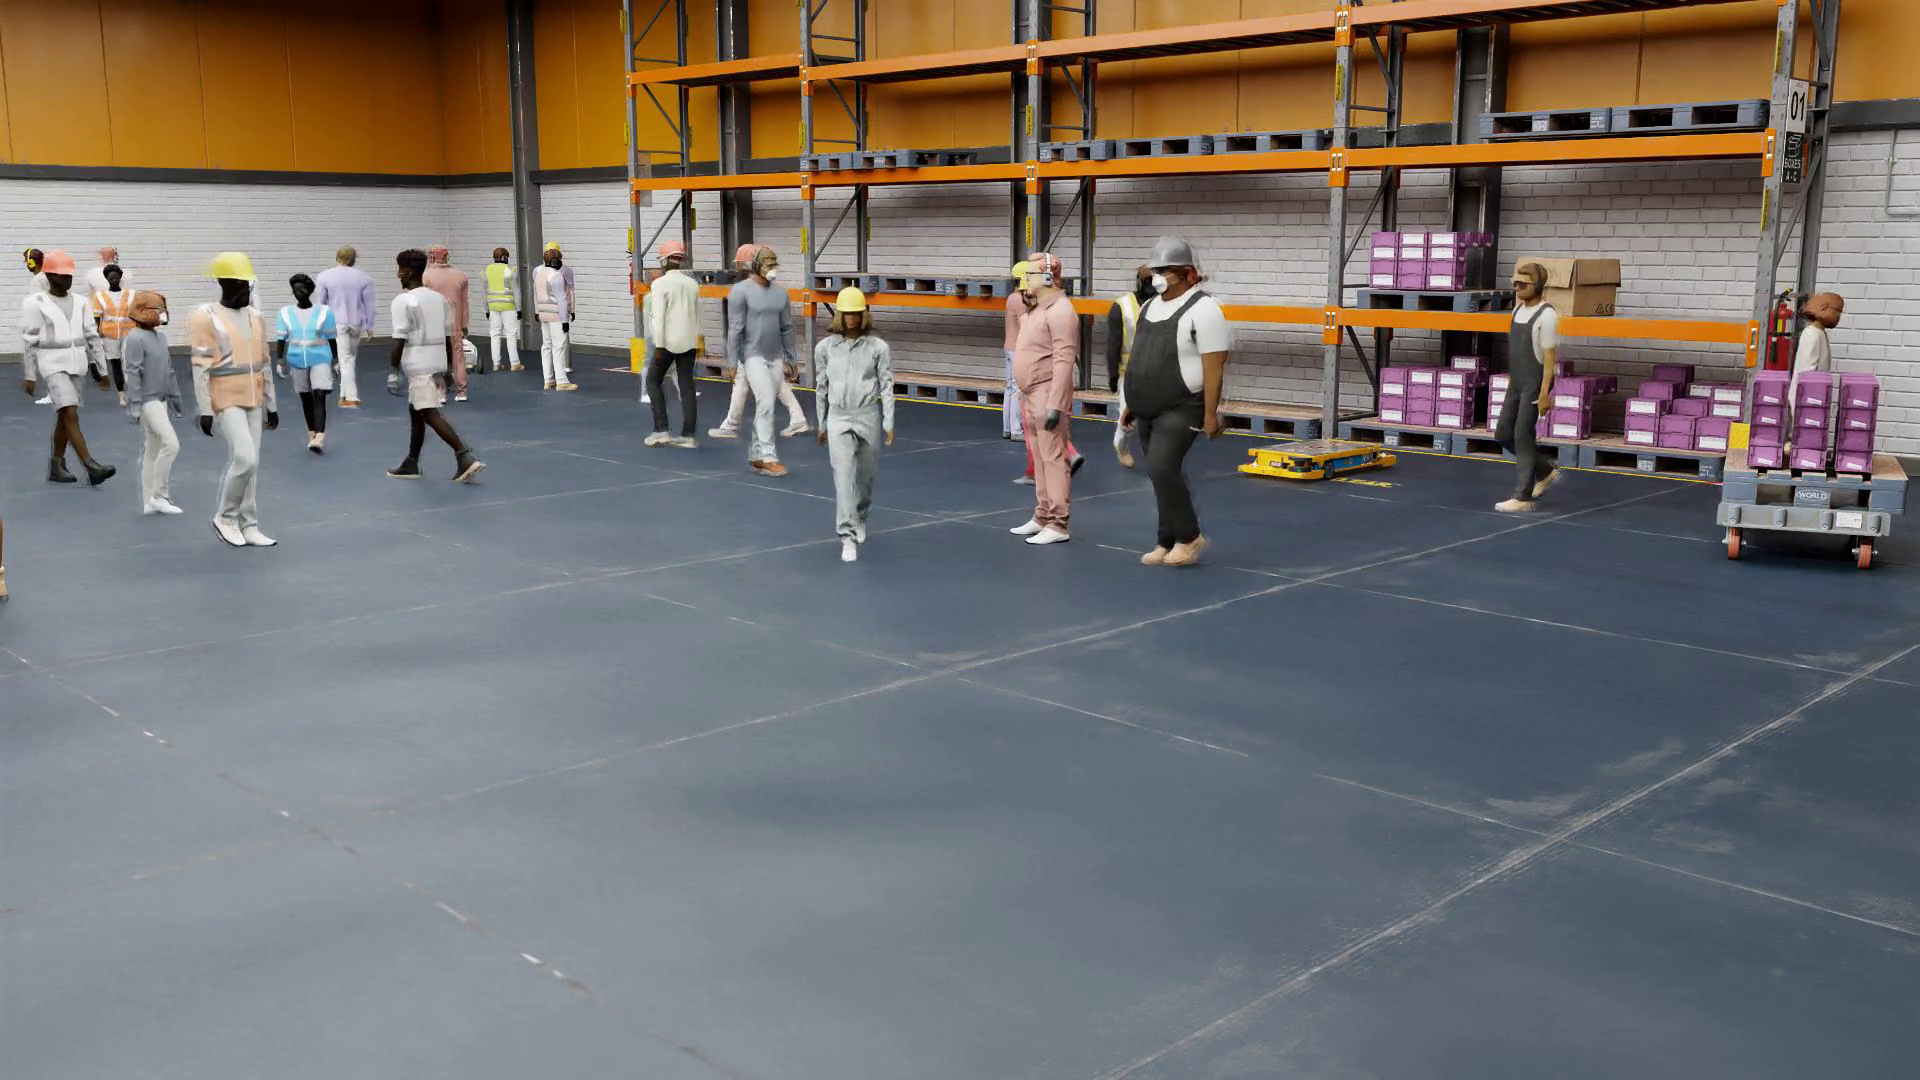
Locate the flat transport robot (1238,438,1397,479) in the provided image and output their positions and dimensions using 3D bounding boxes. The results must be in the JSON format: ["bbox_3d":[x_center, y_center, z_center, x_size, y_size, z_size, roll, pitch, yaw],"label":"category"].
[{"bbox_3d":[3.070,-0.706,14.224,1.431,0.197,0.652,-10,14,-44],"label":"flat transport robot"}]

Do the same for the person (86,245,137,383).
[{"bbox_3d":[-11.556,-3.059,22.658,0.650,1.886,0.749,1,10,6],"label":"person"}]

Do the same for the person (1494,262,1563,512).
[{"bbox_3d":[4.191,-1.111,12.175,0.478,1.828,0.540,-2,11,-10],"label":"person"}]

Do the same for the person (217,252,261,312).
[{"bbox_3d":[-10.299,-3.220,23.789,0.604,1.795,0.910,-1,10,-7],"label":"person"}]

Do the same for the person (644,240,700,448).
[{"bbox_3d":[-2.763,-1.869,15.913,0.638,1.970,0.639,8,13,36],"label":"person"}]

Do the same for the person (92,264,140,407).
[{"bbox_3d":[-9.894,-2.390,19.552,0.546,1.672,0.553,-5,12,-25],"label":"person"}]

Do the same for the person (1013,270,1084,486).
[{"bbox_3d":[0.681,-1.296,13.398,0.527,1.746,0.557,7,12,32],"label":"person"}]

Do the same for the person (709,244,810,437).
[{"bbox_3d":[-1.988,-1.983,16.655,1.014,1.945,0.650,1,10,7],"label":"person"}]

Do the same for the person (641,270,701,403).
[{"bbox_3d":[-3.534,-2.439,20.022,0.816,1.595,0.529,4,11,23],"label":"person"}]

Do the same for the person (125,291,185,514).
[{"bbox_3d":[-5.764,-0.978,12.009,0.466,1.615,0.523,-1,10,-4],"label":"person"}]

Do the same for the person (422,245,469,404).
[{"bbox_3d":[-6.253,-2.602,20.102,0.652,1.906,0.403,-10,15,-44],"label":"person"}]

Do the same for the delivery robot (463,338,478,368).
[{"bbox_3d":[-7.289,-2.765,24.421,0.477,0.478,0.707,-4,11,-20],"label":"delivery robot"}]

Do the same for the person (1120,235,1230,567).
[{"bbox_3d":[1.243,-0.837,10.109,0.536,2.000,0.694,-5,12,-27],"label":"person"}]

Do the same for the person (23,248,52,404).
[{"bbox_3d":[-11.049,-2.570,20.056,0.333,1.861,0.515,-2,11,-13],"label":"person"}]

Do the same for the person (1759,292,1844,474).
[{"bbox_3d":[6.215,-1.036,12.357,0.622,1.607,0.547,8,13,37],"label":"person"}]

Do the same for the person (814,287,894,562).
[{"bbox_3d":[-0.677,-0.767,10.659,0.499,1.714,0.842,-1,10,-7],"label":"person"}]

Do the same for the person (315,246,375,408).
[{"bbox_3d":[-7.296,-2.512,19.653,0.620,1.889,0.809,-9,14,-42],"label":"person"}]

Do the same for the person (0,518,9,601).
[{"bbox_3d":[-5.450,-0.619,8.941,0.392,2.033,0.605,-1,10,-4],"label":"person"}]

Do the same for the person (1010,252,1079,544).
[{"bbox_3d":[0.545,-0.929,10.976,0.405,1.910,0.636,-2,11,-11],"label":"person"}]

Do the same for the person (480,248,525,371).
[{"bbox_3d":[-6.843,-3.453,24.936,0.619,1.838,0.430,2,11,11],"label":"person"}]

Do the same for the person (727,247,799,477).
[{"bbox_3d":[-1.572,-1.485,13.971,0.746,1.914,0.659,9,14,40],"label":"person"}]

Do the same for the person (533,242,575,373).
[{"bbox_3d":[-5.953,-3.403,24.412,0.593,1.924,0.381,-4,11,-20],"label":"person"}]

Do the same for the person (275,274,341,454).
[{"bbox_3d":[-6.070,-1.624,15.431,0.550,1.655,0.831,-1,10,-7],"label":"person"}]

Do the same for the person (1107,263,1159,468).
[{"bbox_3d":[1.519,-1.421,13.941,0.642,1.811,0.750,-2,11,-9],"label":"person"}]

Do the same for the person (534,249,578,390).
[{"bbox_3d":[-5.306,-2.884,21.818,0.429,1.844,0.623,-10,15,-44],"label":"person"}]

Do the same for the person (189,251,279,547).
[{"bbox_3d":[-4.638,-0.891,10.730,0.416,1.915,0.609,3,11,17],"label":"person"}]

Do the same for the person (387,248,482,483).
[{"bbox_3d":[-4.350,-1.424,13.642,0.989,1.926,0.624,4,11,19],"label":"person"}]

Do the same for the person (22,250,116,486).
[{"bbox_3d":[-7.155,-1.373,13.433,0.962,1.888,0.573,5,12,27],"label":"person"}]

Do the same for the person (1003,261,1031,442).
[{"bbox_3d":[0.604,-1.848,16.371,0.322,1.767,0.533,-3,11,-14],"label":"person"}]
